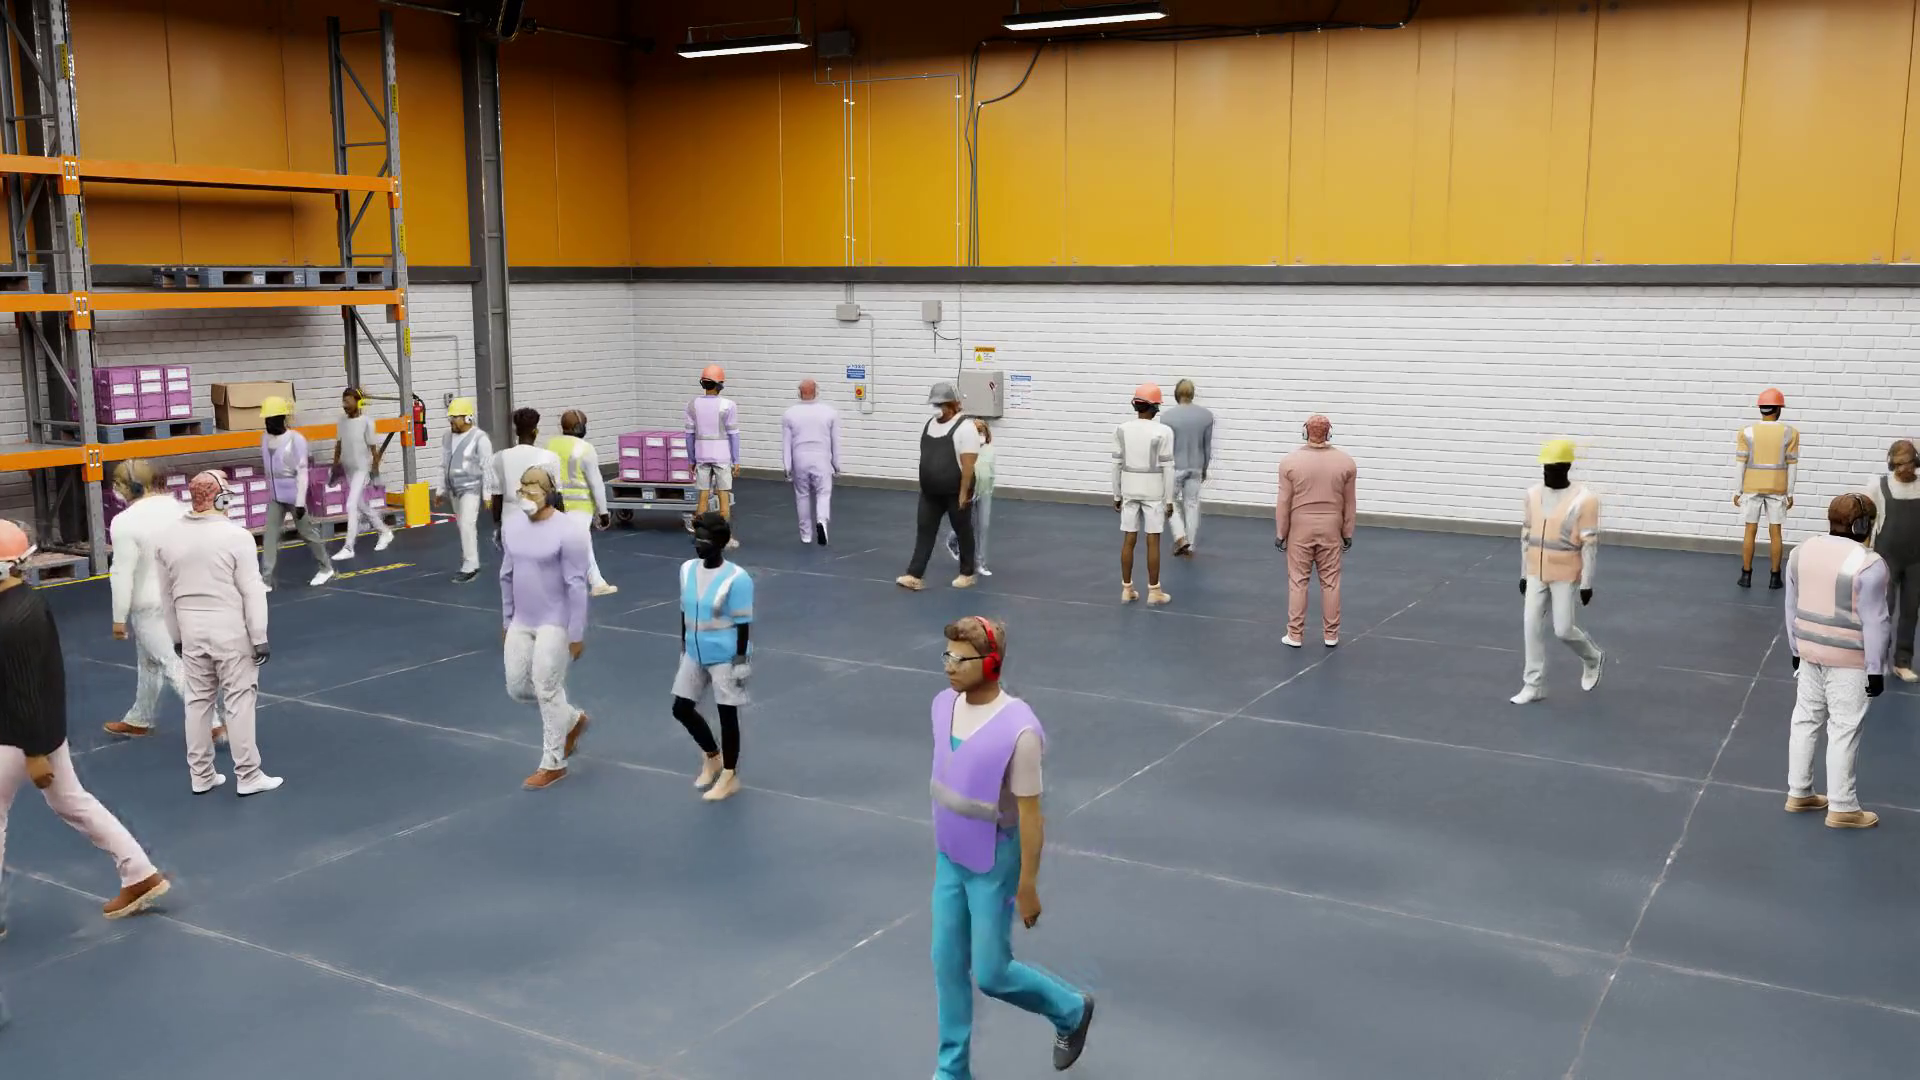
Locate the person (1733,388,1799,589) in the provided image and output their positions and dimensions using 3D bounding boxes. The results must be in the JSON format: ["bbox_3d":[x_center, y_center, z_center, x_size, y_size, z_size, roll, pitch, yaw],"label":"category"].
[{"bbox_3d":[7.755,-0.493,16.034,0.546,1.934,0.376,4,10,25],"label":"person"}]

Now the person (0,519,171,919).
[{"bbox_3d":[-4.210,0.855,7.600,1.010,1.954,0.618,-3,10,-17],"label":"person"}]

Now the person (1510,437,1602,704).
[{"bbox_3d":[4.253,0.211,11.743,0.702,1.908,0.590,-6,11,-33],"label":"person"}]

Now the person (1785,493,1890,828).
[{"bbox_3d":[4.849,0.653,9.171,0.429,1.840,0.635,-3,10,-17],"label":"person"}]

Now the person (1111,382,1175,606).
[{"bbox_3d":[1.691,-0.421,15.244,0.611,2.042,0.396,5,11,31],"label":"person"}]

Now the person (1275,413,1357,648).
[{"bbox_3d":[2.868,-0.070,13.477,0.651,1.906,0.409,0,9,-1],"label":"person"}]

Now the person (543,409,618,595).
[{"bbox_3d":[-3.556,-0.303,15.321,0.631,1.802,0.979,7,12,38],"label":"person"}]

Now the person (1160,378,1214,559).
[{"bbox_3d":[2.384,-0.753,17.662,0.624,1.927,0.435,-3,10,-17],"label":"person"}]

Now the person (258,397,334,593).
[{"bbox_3d":[-6.415,-0.441,15.911,0.599,1.880,0.993,4,10,24],"label":"person"}]

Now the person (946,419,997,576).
[{"bbox_3d":[0.089,-0.459,16.899,0.507,1.595,0.696,-4,10,-26],"label":"person"}]

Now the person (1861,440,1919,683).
[{"bbox_3d":[6.942,0.167,12.312,0.496,1.813,0.478,2,9,12],"label":"person"}]

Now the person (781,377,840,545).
[{"bbox_3d":[-1.656,-0.862,18.474,0.656,1.889,0.716,-1,9,-4],"label":"person"}]

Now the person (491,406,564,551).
[{"bbox_3d":[-3.607,-0.136,13.816,0.634,1.938,0.807,1,9,8],"label":"person"}]

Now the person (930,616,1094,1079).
[{"bbox_3d":[0.130,1.160,6.055,0.690,1.827,0.566,-6,11,-33],"label":"person"}]

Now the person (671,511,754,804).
[{"bbox_3d":[-1.413,0.670,9.513,0.552,1.685,0.366,6,11,32],"label":"person"}]

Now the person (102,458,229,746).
[{"bbox_3d":[-5.089,0.406,10.587,1.010,1.894,0.639,2,9,13],"label":"person"}]

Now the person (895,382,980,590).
[{"bbox_3d":[-0.189,-0.517,15.851,0.703,2.000,0.972,7,11,37],"label":"person"}]

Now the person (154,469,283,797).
[{"bbox_3d":[-4.288,0.543,9.651,0.641,1.908,0.407,2,9,11],"label":"person"}]

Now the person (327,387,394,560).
[{"bbox_3d":[-6.474,-0.737,17.919,0.514,1.825,0.920,5,10,30],"label":"person"}]

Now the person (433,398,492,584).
[{"bbox_3d":[-4.924,-0.490,16.396,0.604,1.827,0.517,6,11,34],"label":"person"}]

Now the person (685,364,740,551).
[{"bbox_3d":[-2.692,-0.899,18.226,0.612,2.043,0.374,2,9,12],"label":"person"}]

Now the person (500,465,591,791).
[{"bbox_3d":[-2.434,0.499,9.886,0.642,1.919,0.568,5,11,31],"label":"person"}]
